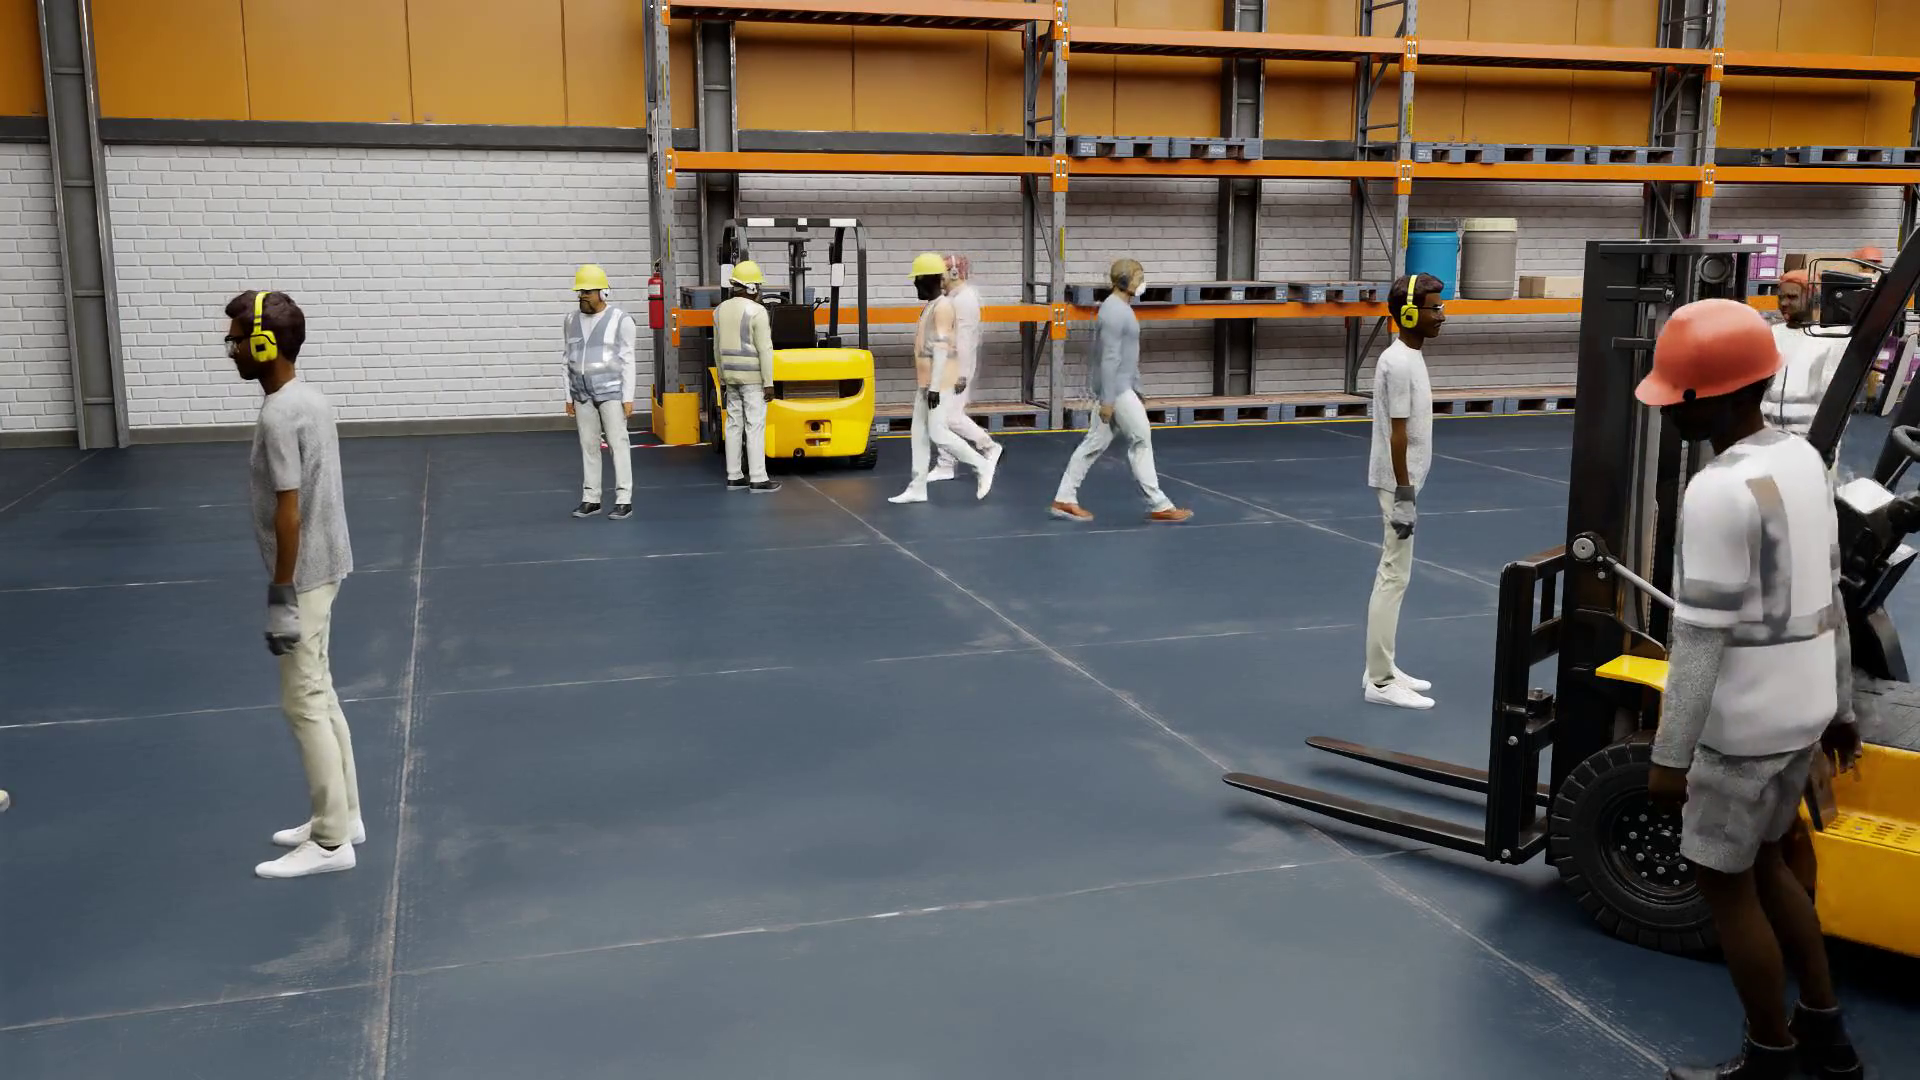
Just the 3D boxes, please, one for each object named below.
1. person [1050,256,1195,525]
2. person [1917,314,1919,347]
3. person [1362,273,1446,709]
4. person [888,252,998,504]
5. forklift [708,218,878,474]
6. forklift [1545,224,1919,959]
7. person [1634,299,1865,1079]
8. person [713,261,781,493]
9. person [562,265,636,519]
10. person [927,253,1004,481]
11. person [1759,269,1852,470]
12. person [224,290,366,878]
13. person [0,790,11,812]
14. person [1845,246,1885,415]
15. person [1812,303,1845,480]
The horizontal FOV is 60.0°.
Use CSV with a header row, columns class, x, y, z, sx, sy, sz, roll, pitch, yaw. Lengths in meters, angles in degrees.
class,x,y,z,sx,sy,sz,roll,pitch,yaw
person,1.112,-1.043,11.721,1.027,1.889,0.648,1,10,5
person,11.287,-2.364,19.036,1.001,1.851,0.647,-7,12,-32
person,1.935,-0.214,7.217,0.319,1.870,0.532,3,11,14
person,-0.140,-1.209,12.558,0.758,1.906,0.594,-3,11,-15
forklift,-1.522,-1.778,14.899,1.214,2.155,2.313,-3,11,-17
forklift,2.909,0.117,4.508,2.313,2.155,1.214,9,14,40
person,1.789,0.397,3.807,0.602,1.889,0.500,-10,14,-44
person,-1.683,-1.290,13.214,0.603,1.830,0.404,9,13,40
person,-2.605,-1.057,11.968,0.593,1.826,0.403,4,11,19
person,-0.010,-1.408,13.710,0.604,1.887,0.656,-3,11,-16
person,4.713,-0.588,9.325,0.914,1.856,0.583,-7,13,-35
person,-2.111,0.145,5.289,0.334,1.860,0.533,-2,10,-10
person,-3.442,0.052,5.391,0.791,1.995,0.607,-9,14,-41
person,10.334,-2.379,18.949,0.738,1.912,0.554,-8,13,-37
person,6.208,-0.988,12.176,0.728,1.612,0.499,-3,11,-16
